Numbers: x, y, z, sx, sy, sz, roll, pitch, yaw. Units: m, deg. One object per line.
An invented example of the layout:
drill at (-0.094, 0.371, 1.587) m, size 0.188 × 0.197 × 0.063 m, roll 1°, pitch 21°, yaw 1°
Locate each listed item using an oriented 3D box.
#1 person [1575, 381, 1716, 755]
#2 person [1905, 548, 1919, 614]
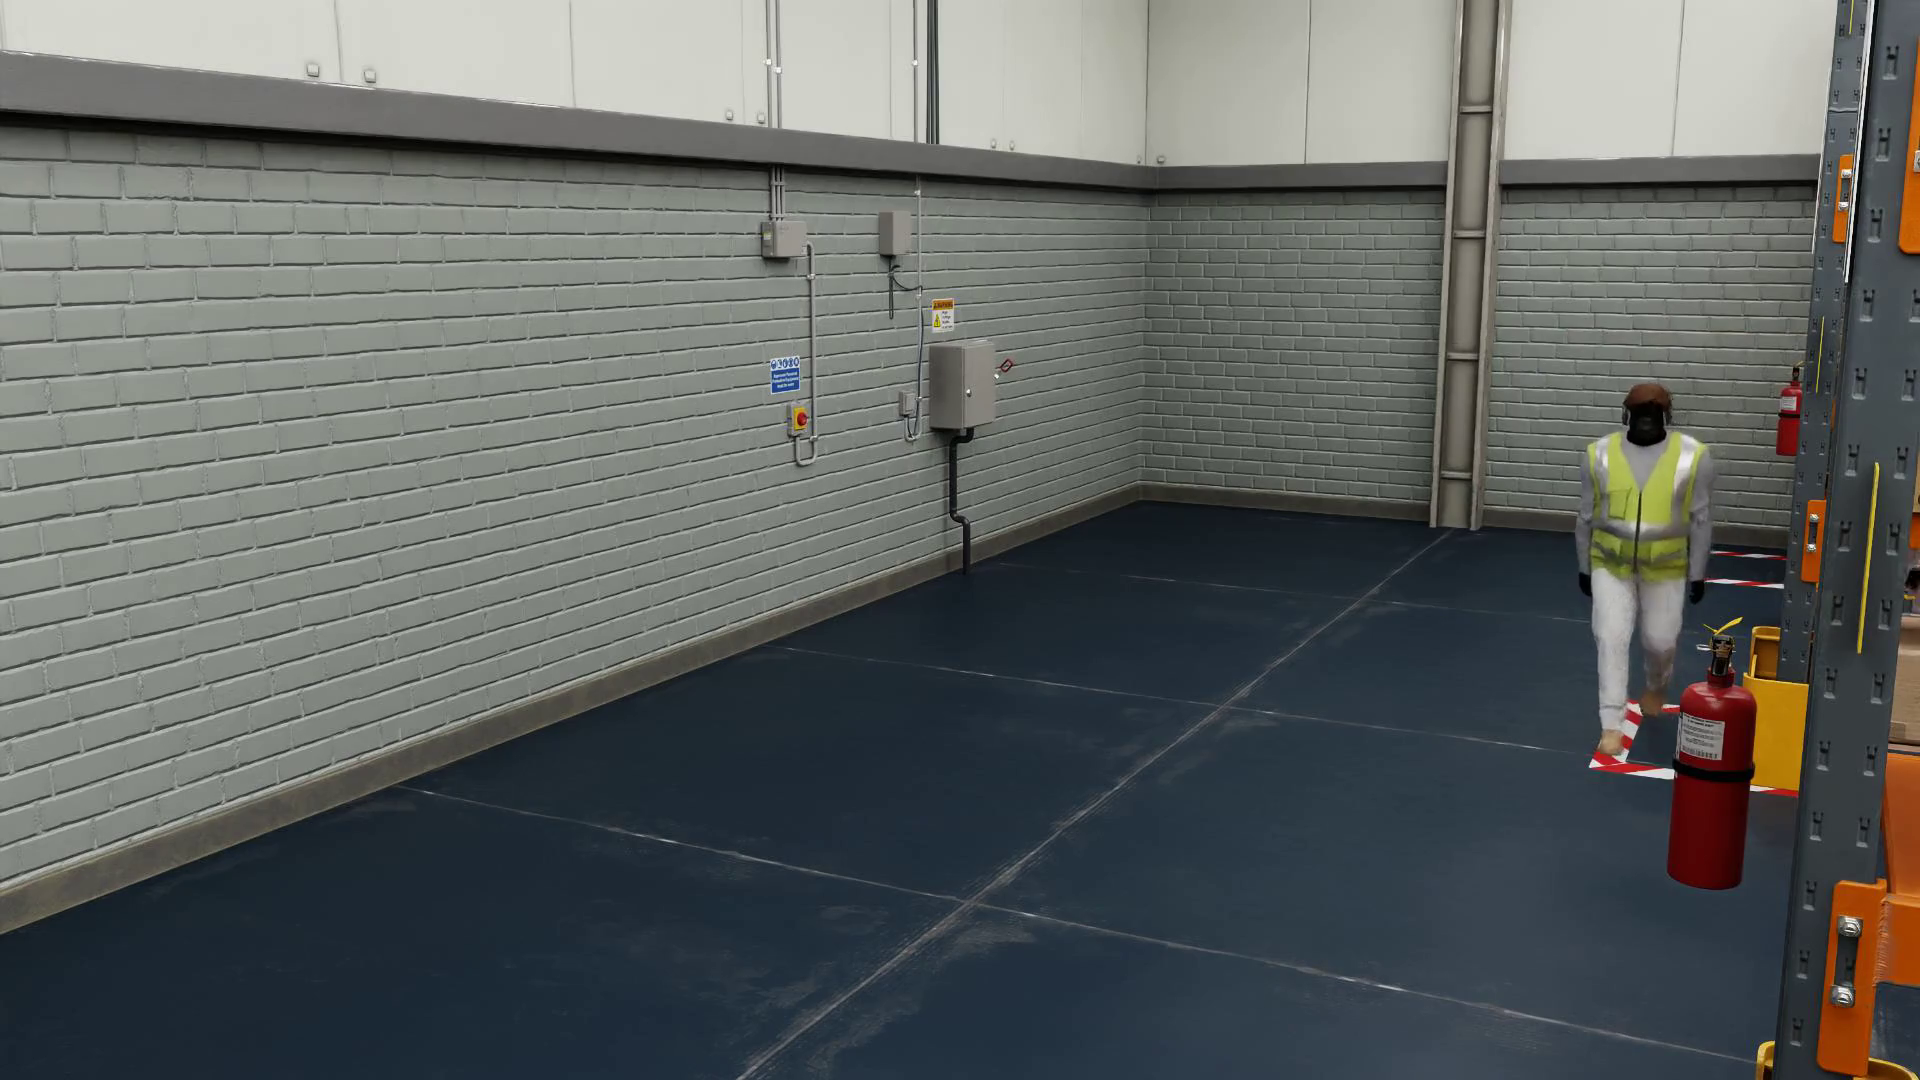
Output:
person at (3.361, 0.115, 8.217) m, size 0.633 × 1.824 × 0.723 m, roll 5°, pitch 12°, yaw 27°
person at (5.995, -0.318, 10.181) m, size 0.675 × 1.973 × 0.618 m, roll 7°, pitch 12°, yaw 33°
